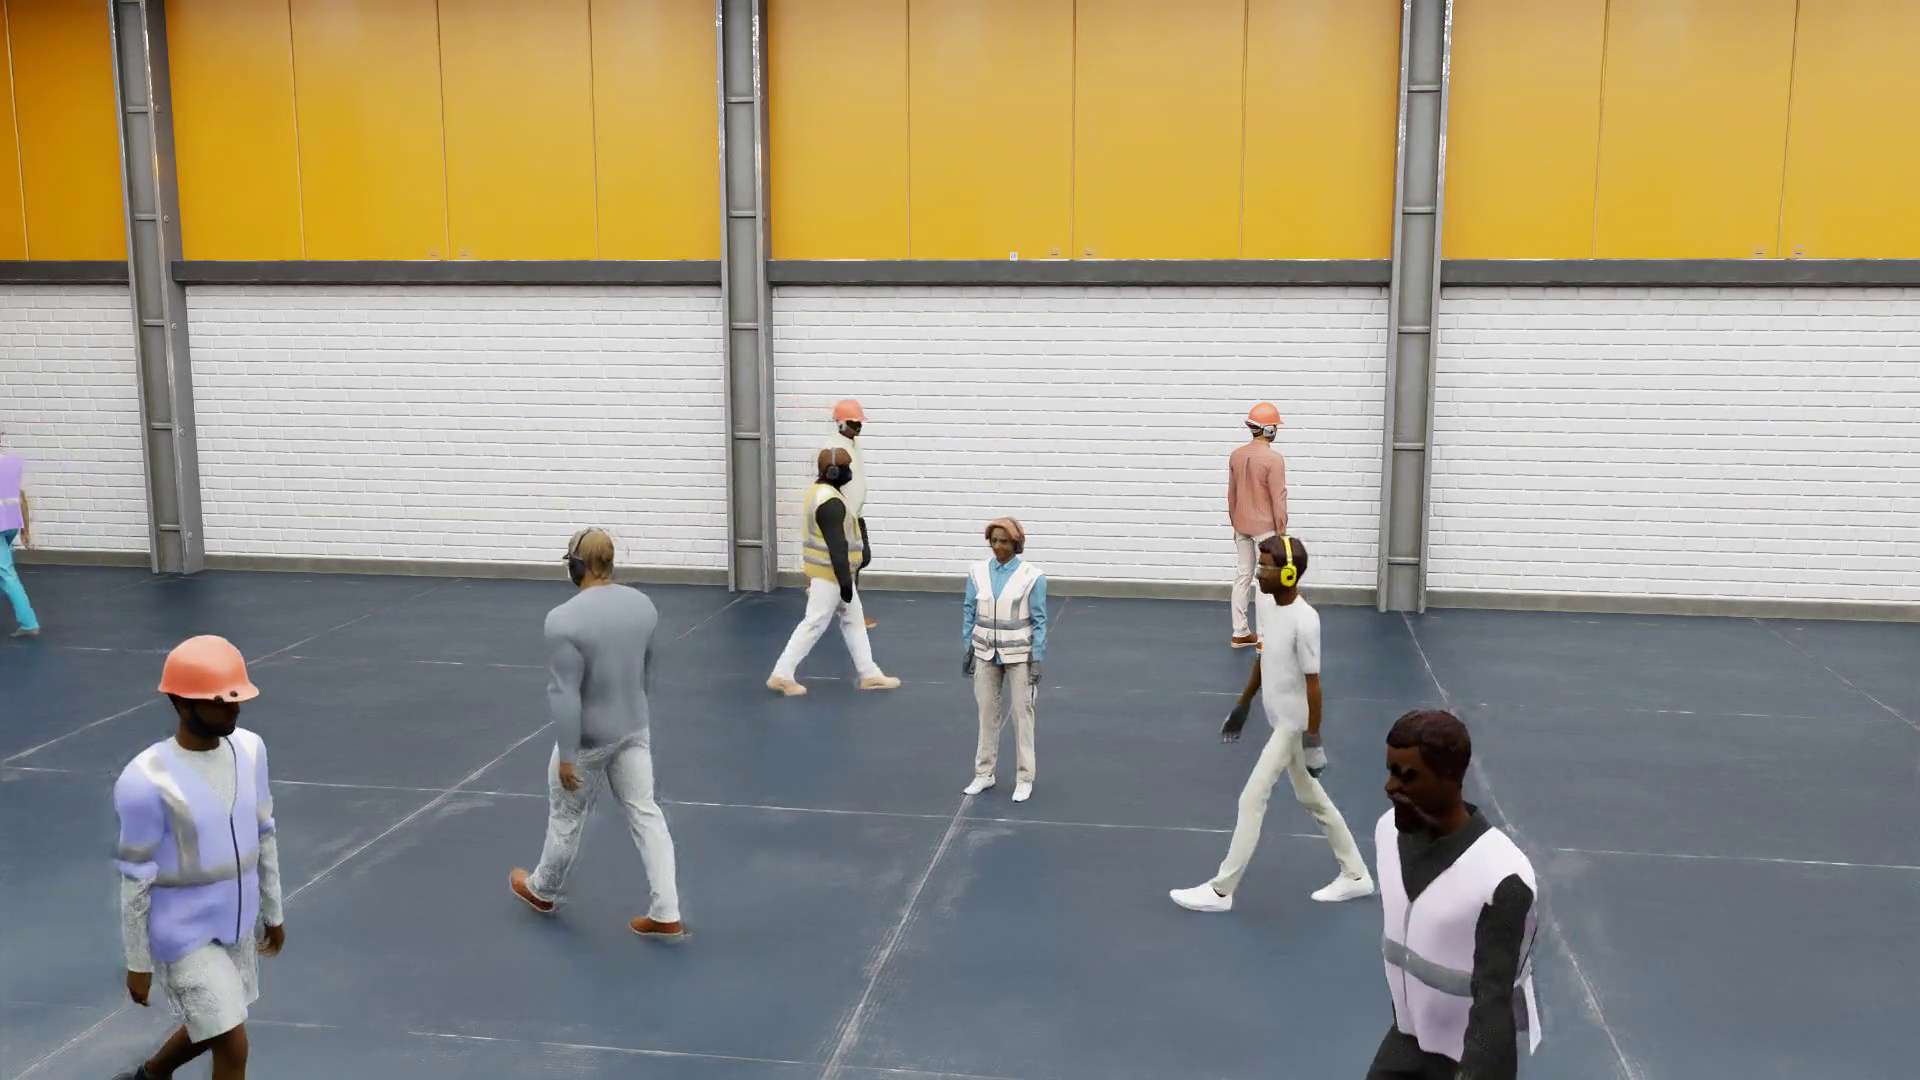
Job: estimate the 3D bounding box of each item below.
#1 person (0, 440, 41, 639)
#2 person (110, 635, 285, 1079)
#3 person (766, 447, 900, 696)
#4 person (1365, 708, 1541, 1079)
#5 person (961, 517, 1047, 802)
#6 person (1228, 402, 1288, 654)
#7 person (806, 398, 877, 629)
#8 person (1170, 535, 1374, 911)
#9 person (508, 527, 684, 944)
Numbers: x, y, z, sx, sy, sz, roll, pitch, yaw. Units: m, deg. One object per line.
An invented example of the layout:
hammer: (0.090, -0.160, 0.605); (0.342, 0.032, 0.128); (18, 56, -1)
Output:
person: (-8.013, -0.079, 13.743); (0.974, 1.794, 0.569); (2, 9, 12)
person: (-2.509, 1.223, 5.410); (0.887, 1.905, 0.550); (3, 10, 20)
person: (-0.940, 0.229, 11.852); (0.962, 1.799, 0.641); (-1, 9, -8)
person: (1.221, 1.384, 4.440); (0.809, 1.886, 0.607); (-4, 10, -25)
person: (0.251, 0.679, 9.557); (0.526, 1.636, 0.311); (5, 10, 26)
person: (2.386, -0.097, 13.234); (0.379, 1.996, 0.611); (-6, 11, -32)
person: (-1.003, -0.228, 14.109); (0.560, 1.970, 0.627); (2, 10, 14)
person: (1.538, 0.867, 7.849); (1.002, 1.821, 0.535); (0, 9, -1)
person: (-1.662, 0.872, 7.601); (1.035, 1.879, 0.655); (7, 12, 37)
